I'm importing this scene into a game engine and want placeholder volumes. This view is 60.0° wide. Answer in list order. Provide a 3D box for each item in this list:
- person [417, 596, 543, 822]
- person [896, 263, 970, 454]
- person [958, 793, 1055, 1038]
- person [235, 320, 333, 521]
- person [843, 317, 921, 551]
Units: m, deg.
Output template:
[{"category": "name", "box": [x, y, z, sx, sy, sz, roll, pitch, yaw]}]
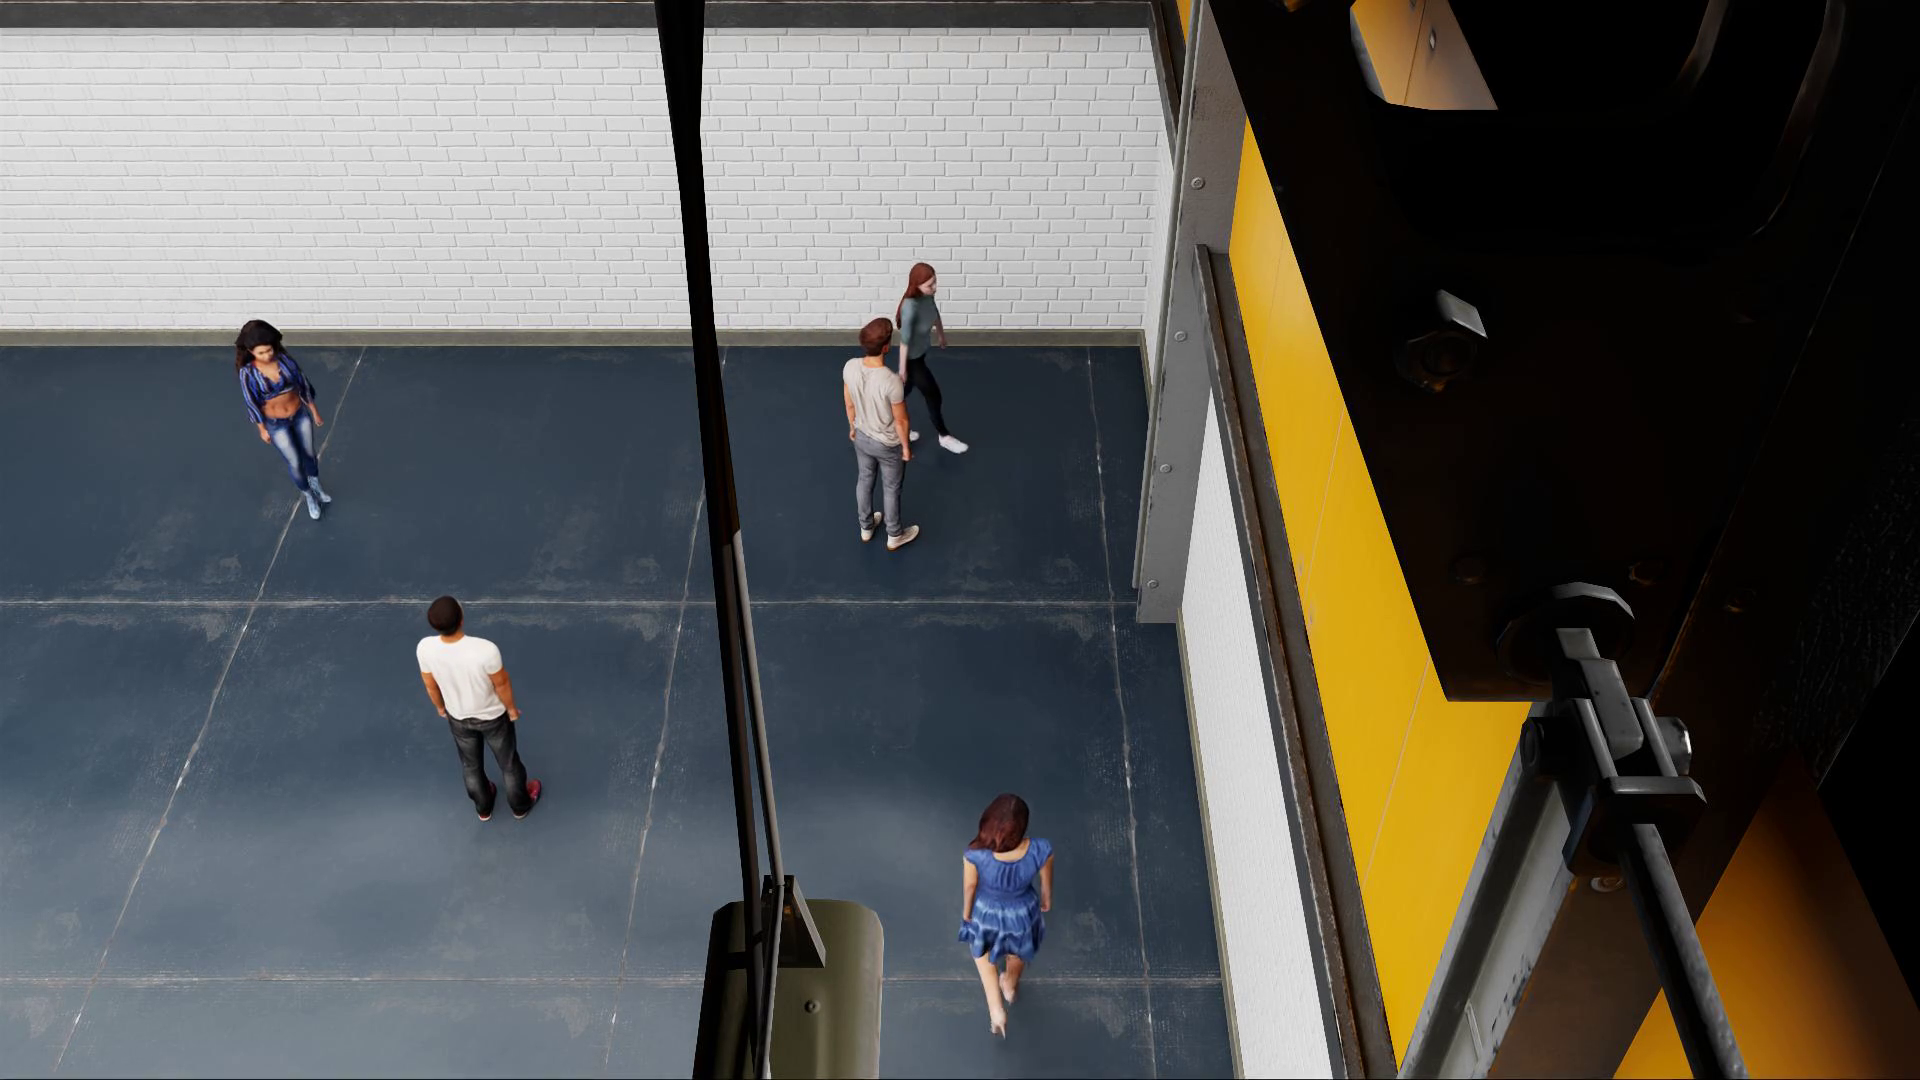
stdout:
[{"category": "person", "box": [-2.843, 0.997, 9.759, 0.637, 1.804, 0.539, 2, 44, 2]}, {"category": "person", "box": [-0.399, -1.337, 12.277, 0.953, 1.710, 0.956, 9, 44, 10]}, {"category": "person", "box": [0.243, 2.023, 8.694, 0.712, 1.787, 0.843, -6, 44, -6]}, {"category": "person", "box": [-4.821, -0.878, 11.861, 0.758, 1.620, 0.806, -32, 52, -29]}, {"category": "person", "box": [-0.561, -0.712, 11.491, 0.746, 1.889, 0.742, 22, 48, 21]}]
